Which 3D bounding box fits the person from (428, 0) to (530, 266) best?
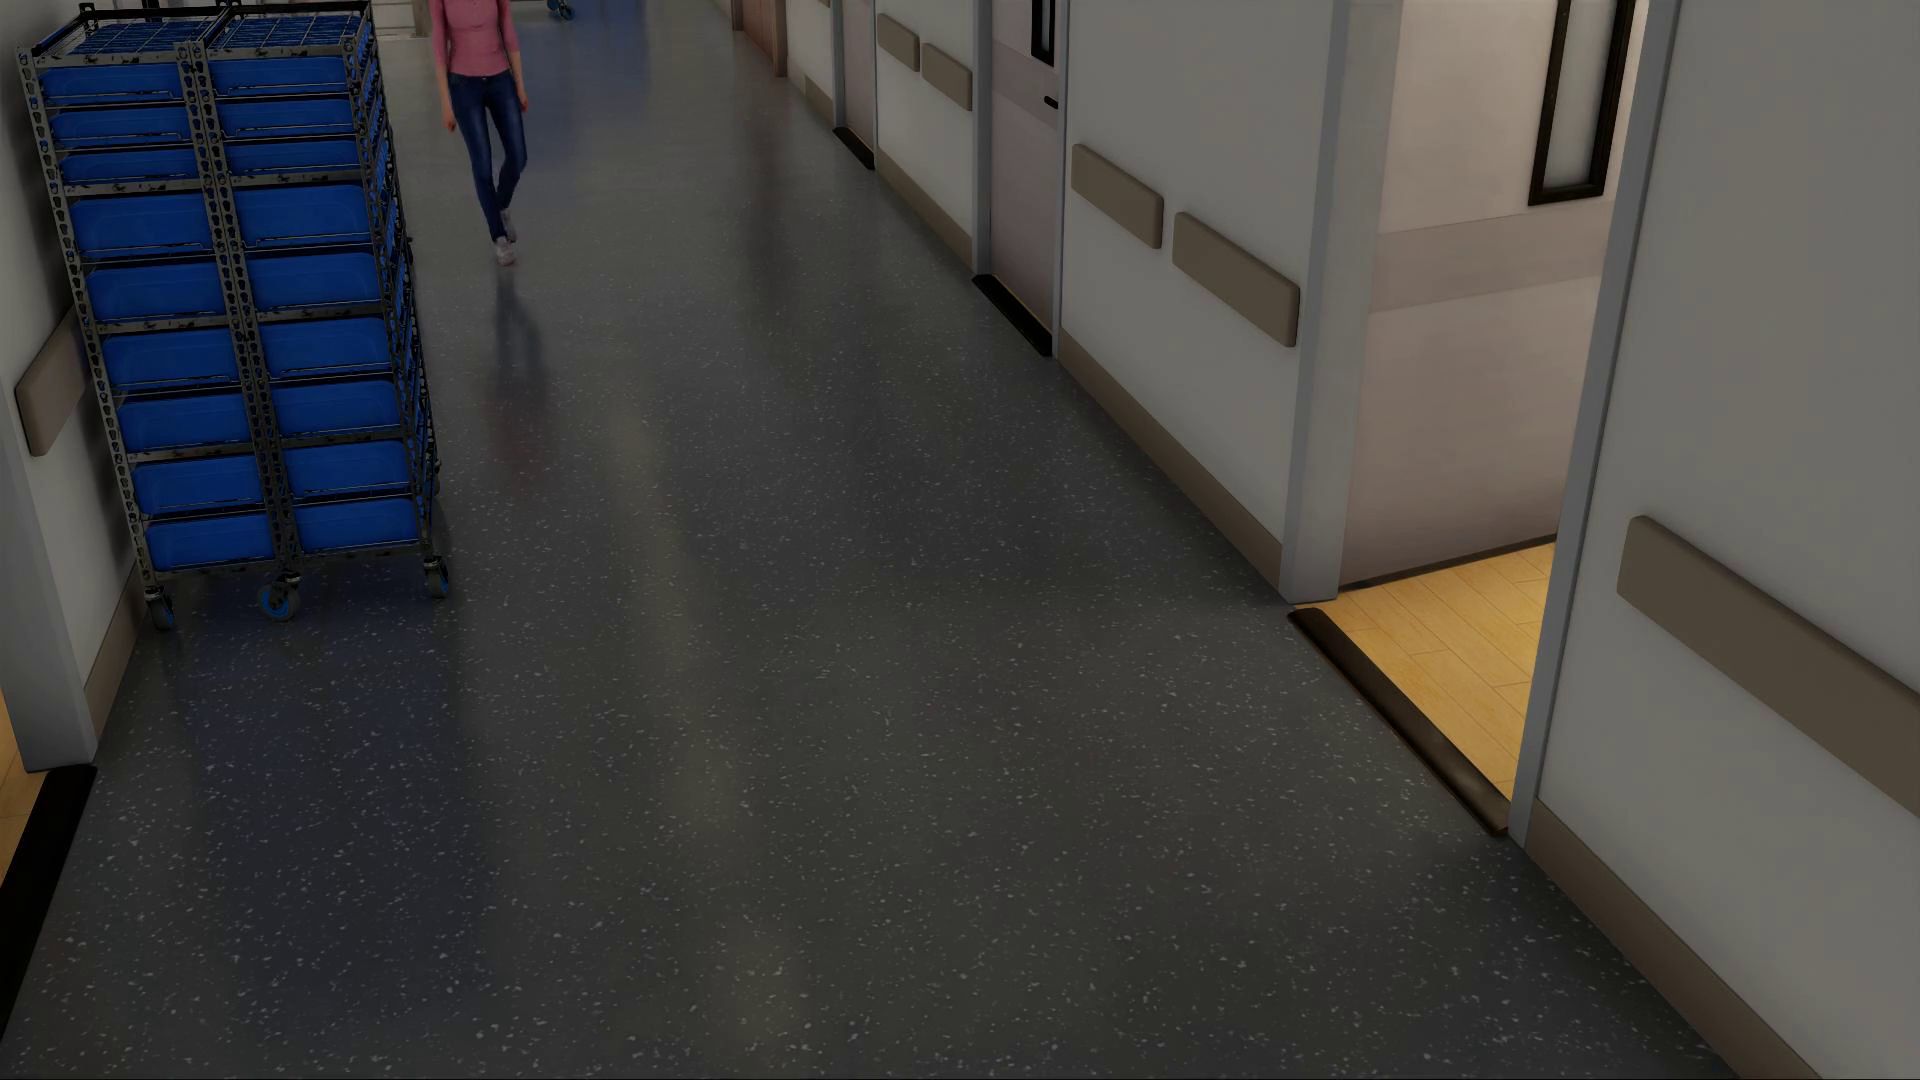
[{"bbox_3d":[-2.429,-2.292,8.422,0.644,1.739,0.710,-11,28,-22],"label":"person"}]
